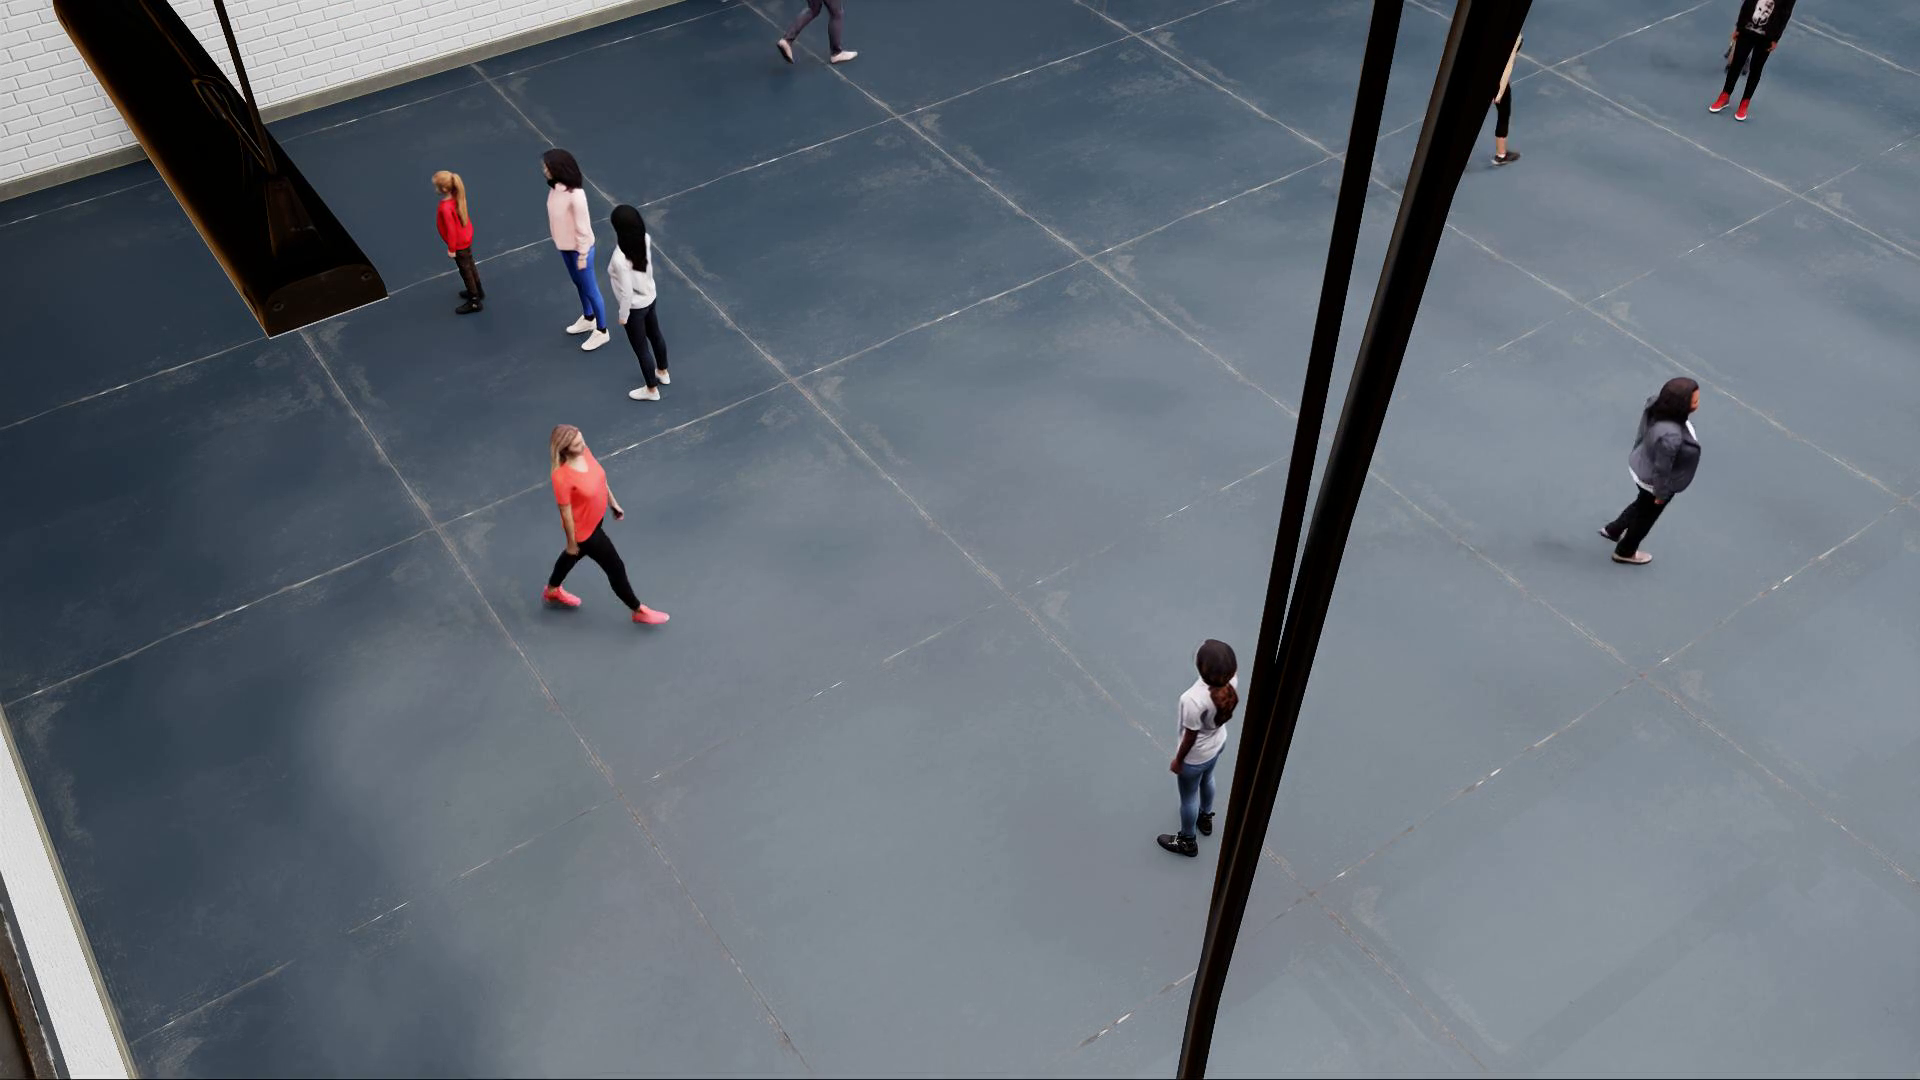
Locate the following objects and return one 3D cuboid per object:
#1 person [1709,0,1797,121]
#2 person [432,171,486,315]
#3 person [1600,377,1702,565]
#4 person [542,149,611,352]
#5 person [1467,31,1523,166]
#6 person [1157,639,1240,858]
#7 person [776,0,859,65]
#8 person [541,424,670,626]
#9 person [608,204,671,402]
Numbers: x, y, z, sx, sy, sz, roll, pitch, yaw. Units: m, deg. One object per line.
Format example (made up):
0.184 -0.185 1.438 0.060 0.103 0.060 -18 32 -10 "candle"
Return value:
7.613 -4.845 15.841 0.650 1.675 0.626 29 51 27 "person"
-4.108 -2.460 13.622 0.624 1.282 0.581 -2 44 -2 "person"
4.656 -0.462 11.306 0.870 1.585 0.819 3 44 4 "person"
-3.019 -2.314 13.118 0.535 1.766 0.643 -24 49 -23 "person"
4.737 -4.139 15.080 0.982 1.701 0.710 -18 47 -18 "person"
1.374 1.175 9.490 0.707 1.719 0.569 28 50 26 "person"
-1.463 -5.522 16.462 1.080 1.798 0.705 -23 48 -22 "person"
-2.530 -0.099 10.879 1.183 1.648 1.087 5 44 5 "person"
-2.439 -1.810 12.637 0.769 1.700 0.689 12 45 12 "person"
